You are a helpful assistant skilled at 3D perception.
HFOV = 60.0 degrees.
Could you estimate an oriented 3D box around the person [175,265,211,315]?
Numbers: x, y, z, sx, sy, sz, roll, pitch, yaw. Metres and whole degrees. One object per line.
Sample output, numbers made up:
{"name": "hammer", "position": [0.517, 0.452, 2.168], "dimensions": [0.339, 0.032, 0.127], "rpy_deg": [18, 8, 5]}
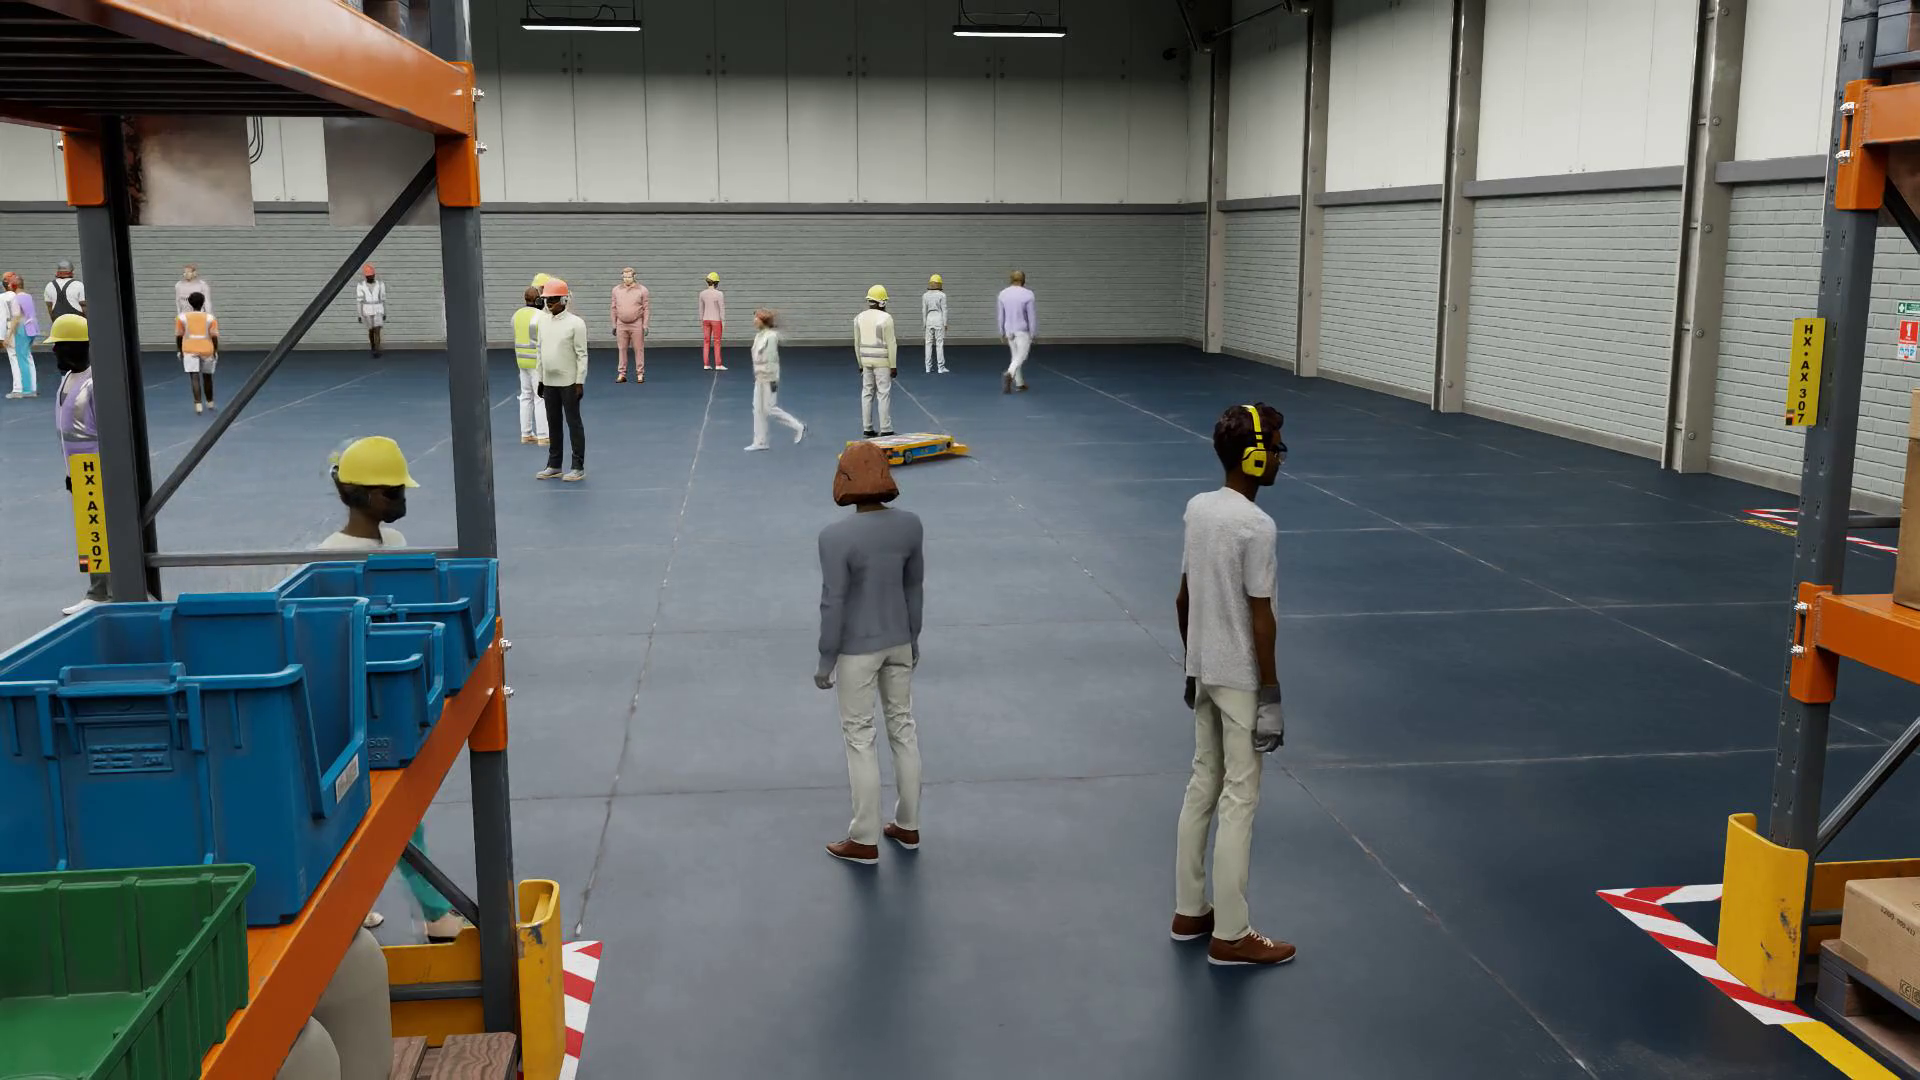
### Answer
{"name": "person", "position": [-14.850, -4.392, 32.250], "dimensions": [0.653, 1.867, 0.966], "rpy_deg": [-2, 10, -8]}

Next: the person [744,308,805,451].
{"name": "person", "position": [-2.118, -1.810, 18.752], "dimensions": [0.610, 1.621, 0.522], "rpy_deg": [-5, 11, -25]}

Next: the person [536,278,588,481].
{"name": "person", "position": [-3.952, -1.578, 16.451], "dimensions": [0.608, 1.995, 0.377], "rpy_deg": [5, 12, 27]}

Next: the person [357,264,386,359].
{"name": "person", "position": [-11.713, -4.553, 33.137], "dimensions": [0.558, 1.879, 0.941], "rpy_deg": [-3, 11, -17]}

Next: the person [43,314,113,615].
{"name": "person", "position": [-5.476, -0.450, 10.448], "dimensions": [0.585, 1.928, 0.370], "rpy_deg": [9, 14, 41]}

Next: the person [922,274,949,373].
{"name": "person", "position": [-0.431, -3.847, 29.577], "dimensions": [0.485, 1.744, 0.295], "rpy_deg": [5, 11, 26]}

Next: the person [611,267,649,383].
{"name": "person", "position": [-5.451, -3.540, 27.465], "dimensions": [0.639, 1.903, 0.409], "rpy_deg": [0, 10, 2]}

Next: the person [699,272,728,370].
{"name": "person", "position": [-4.457, -3.947, 30.064], "dimensions": [0.531, 1.767, 0.328], "rpy_deg": [5, 12, 26]}

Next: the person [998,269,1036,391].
{"name": "person", "position": [0.862, -3.230, 25.725], "dimensions": [0.639, 1.917, 0.797], "rpy_deg": [6, 12, 32]}

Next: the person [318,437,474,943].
{"name": "person", "position": [-1.914, 0.516, 5.655], "dimensions": [0.845, 1.728, 0.542], "rpy_deg": [1, 10, 5]}

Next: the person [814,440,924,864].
{"name": "person", "position": [-0.350, 0.430, 6.431], "dimensions": [0.506, 1.631, 0.281], "rpy_deg": [-9, 14, -42]}

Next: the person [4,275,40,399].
{"name": "person", "position": [-13.989, -3.029, 24.826], "dimensions": [0.418, 1.843, 0.593], "rpy_deg": [-3, 11, -14]}

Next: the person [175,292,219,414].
{"name": "person", "position": [-10.440, -2.565, 22.803], "dimensions": [0.537, 1.651, 0.868], "rpy_deg": [-5, 11, -25]}

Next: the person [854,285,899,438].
{"name": "person", "position": [-0.976, -2.113, 19.824], "dimensions": [0.587, 1.835, 0.403], "rpy_deg": [8, 13, 36]}

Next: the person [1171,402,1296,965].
{"name": "person", "position": [0.909, 0.475, 5.543], "dimensions": [0.310, 1.868, 0.533], "rpy_deg": [-4, 11, -23]}

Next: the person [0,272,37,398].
{"name": "person", "position": [-14.101, -3.054, 24.849], "dimensions": [0.356, 1.882, 0.574], "rpy_deg": [4, 11, 20]}

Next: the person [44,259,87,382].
{"name": "person", "position": [-14.794, -3.657, 27.722], "dimensions": [0.687, 2.000, 0.538], "rpy_deg": [0, 10, 0]}

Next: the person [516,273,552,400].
{"name": "person", "position": [-6.071, -2.980, 24.480], "dimensions": [1.006, 1.875, 0.603], "rpy_deg": [-7, 12, -32]}

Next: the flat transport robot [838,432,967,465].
{"name": "flat transport robot", "position": [-0.610, -1.001, 18.013], "dimensions": [0.652, 0.197, 1.431], "rpy_deg": [8, 13, 36]}

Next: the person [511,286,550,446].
{"name": "person", "position": [-4.904, -2.009, 19.259], "dimensions": [0.630, 1.835, 0.429], "rpy_deg": [8, 13, 38]}
